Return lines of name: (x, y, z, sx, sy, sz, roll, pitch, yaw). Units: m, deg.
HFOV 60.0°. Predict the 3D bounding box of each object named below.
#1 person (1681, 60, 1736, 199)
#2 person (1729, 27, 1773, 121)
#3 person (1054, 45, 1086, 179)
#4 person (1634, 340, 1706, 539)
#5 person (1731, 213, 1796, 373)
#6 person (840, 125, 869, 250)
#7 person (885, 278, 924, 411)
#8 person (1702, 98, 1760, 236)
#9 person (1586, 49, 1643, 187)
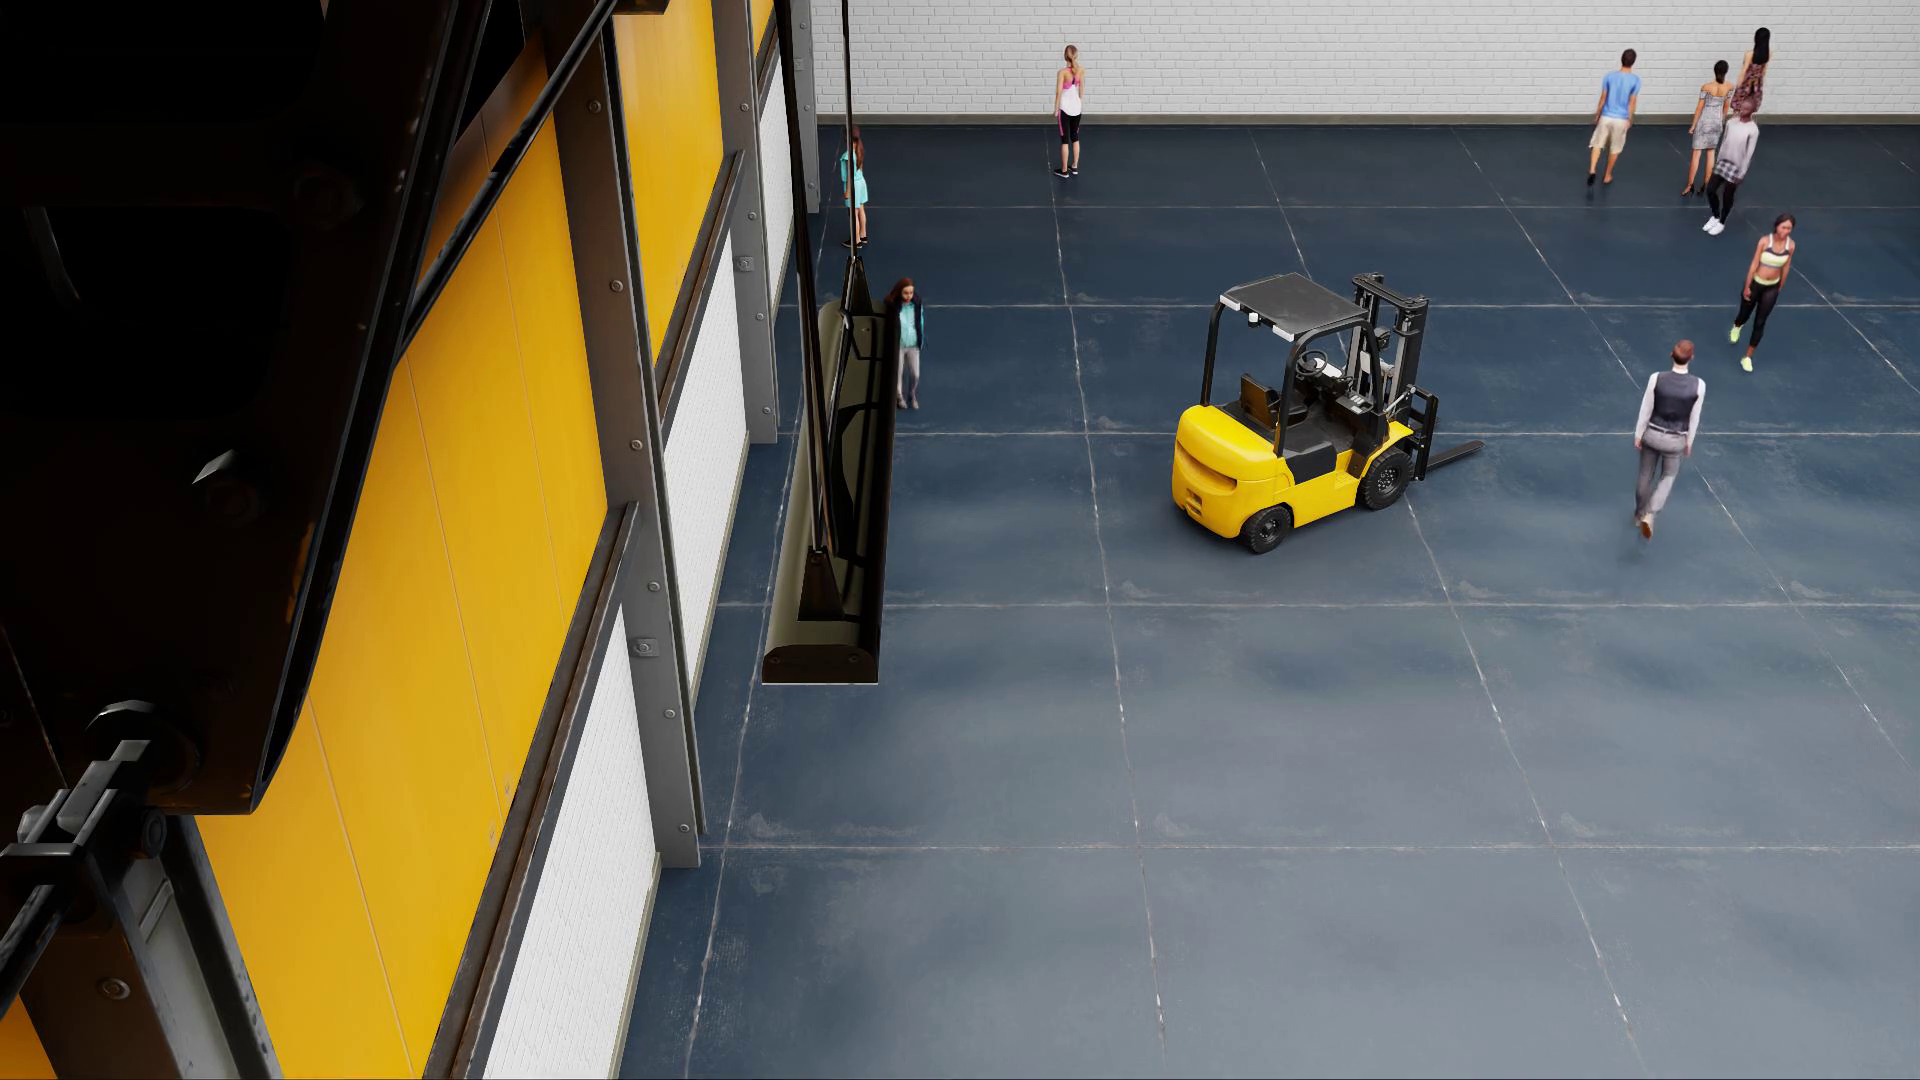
person: (9.856, -5.412, 21.894, 0.584, 1.822, 0.507, 0, 34, -1)
person: (11.008, -6.255, 23.206, 0.747, 1.773, 0.761, -9, 35, -14)
person: (1.489, -5.812, 22.526, 0.682, 1.788, 0.694, -19, 38, -27)
person: (6.339, -0.879, 14.984, 0.928, 1.921, 1.060, 18, 38, 25)
person: (8.632, -2.733, 17.939, 0.739, 1.736, 1.040, 9, 35, 13)
person: (-1.308, -4.386, 20.588, 0.689, 1.558, 0.590, 15, 36, 21)
person: (-0.606, -2.056, 17.148, 0.663, 1.486, 0.701, -10, 35, -15)
person: (9.751, -4.705, 20.882, 0.793, 1.763, 0.700, -20, 38, -27)
person: (8.701, -5.576, 22.117, 0.946, 1.846, 1.113, 15, 36, 21)
